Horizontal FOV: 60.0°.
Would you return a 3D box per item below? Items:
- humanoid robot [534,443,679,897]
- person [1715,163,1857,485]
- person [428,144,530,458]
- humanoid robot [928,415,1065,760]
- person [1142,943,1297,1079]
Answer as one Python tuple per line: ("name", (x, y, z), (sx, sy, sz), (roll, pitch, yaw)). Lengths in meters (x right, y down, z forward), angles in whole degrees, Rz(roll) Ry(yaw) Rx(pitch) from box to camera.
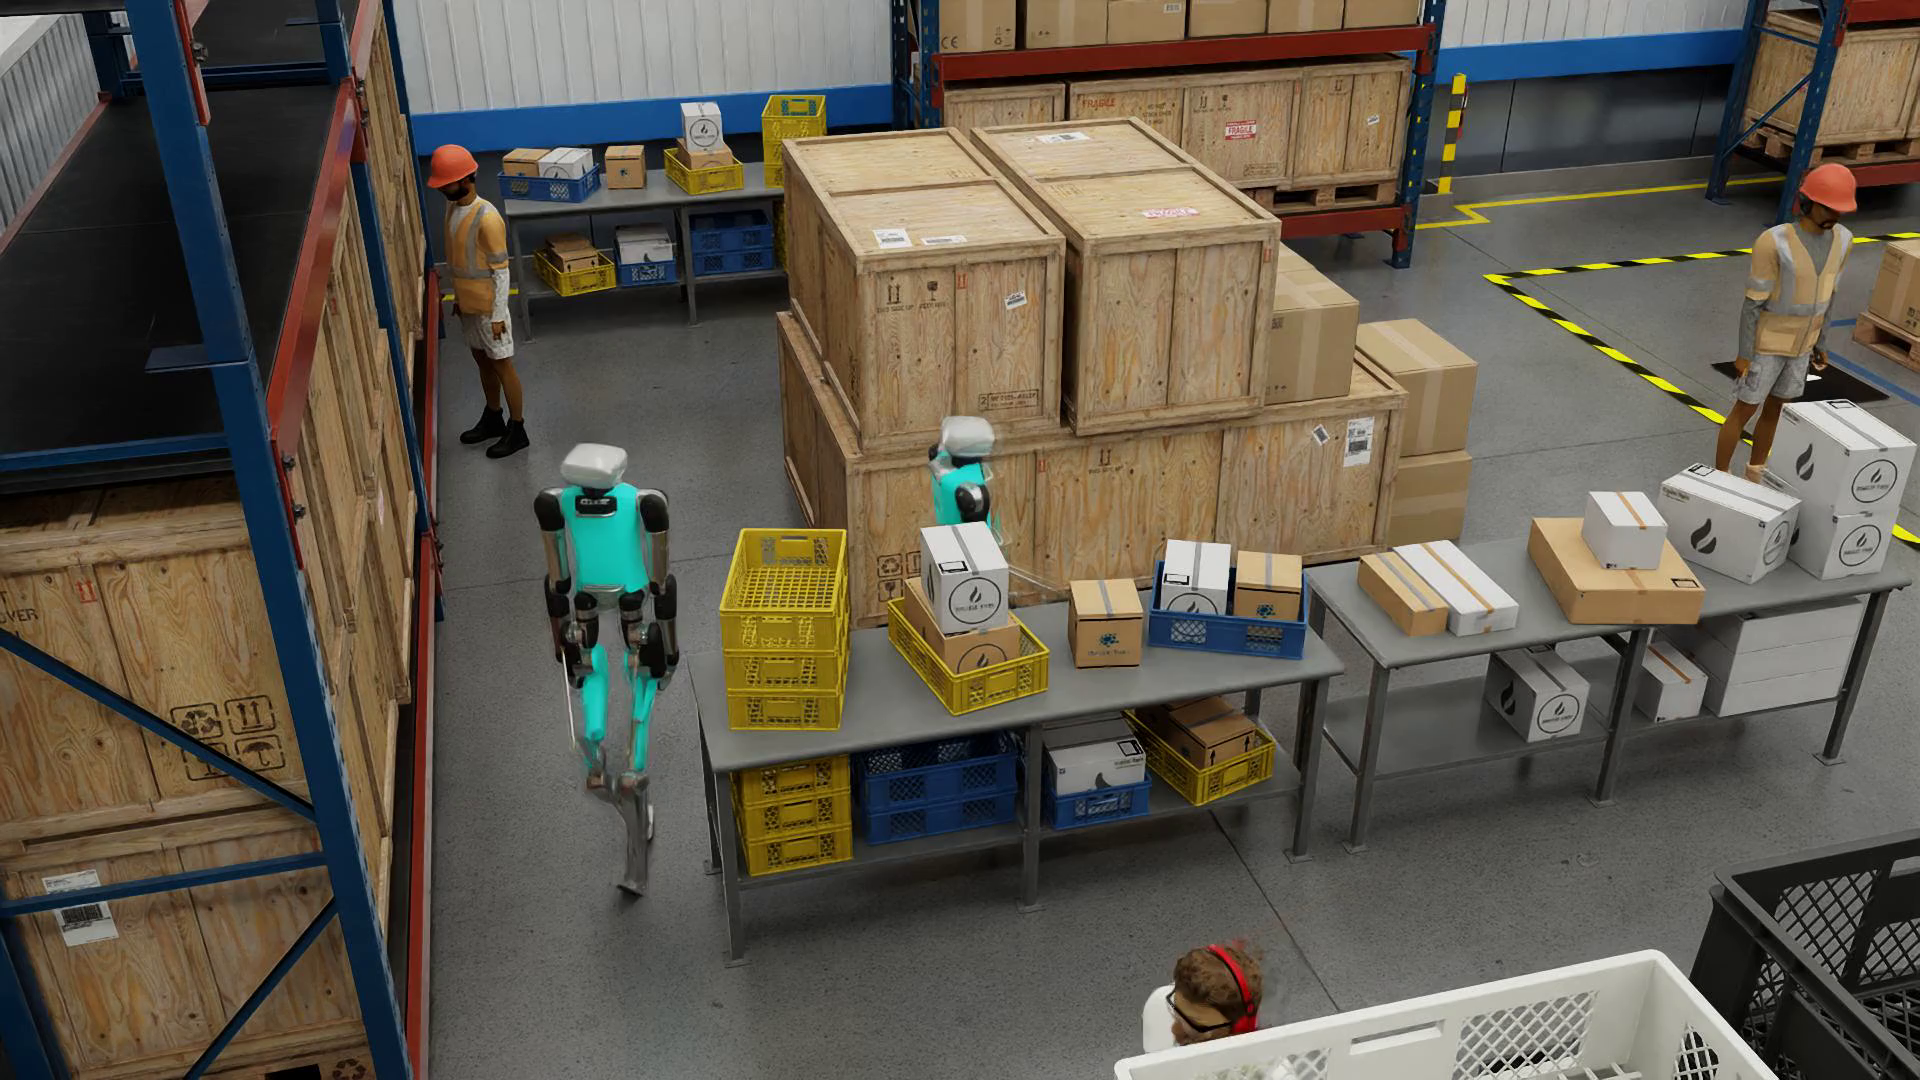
("humanoid robot", (-1.419, 0.604, 6.584), (0.539, 1.848, 0.867), (2, 29, 3))
("person", (4.607, -1.099, 9.278), (0.603, 2.041, 0.378), (-9, 30, -15))
("person", (-2.899, -1.426, 9.986), (0.369, 1.928, 0.542), (-25, 37, -37))
("humanoid robot", (0.310, 0.262, 7.160), (0.999, 1.774, 0.530), (-8, 30, -14))
("person", (0.662, 1.751, 4.349), (0.974, 1.796, 0.574), (-20, 34, -31))
